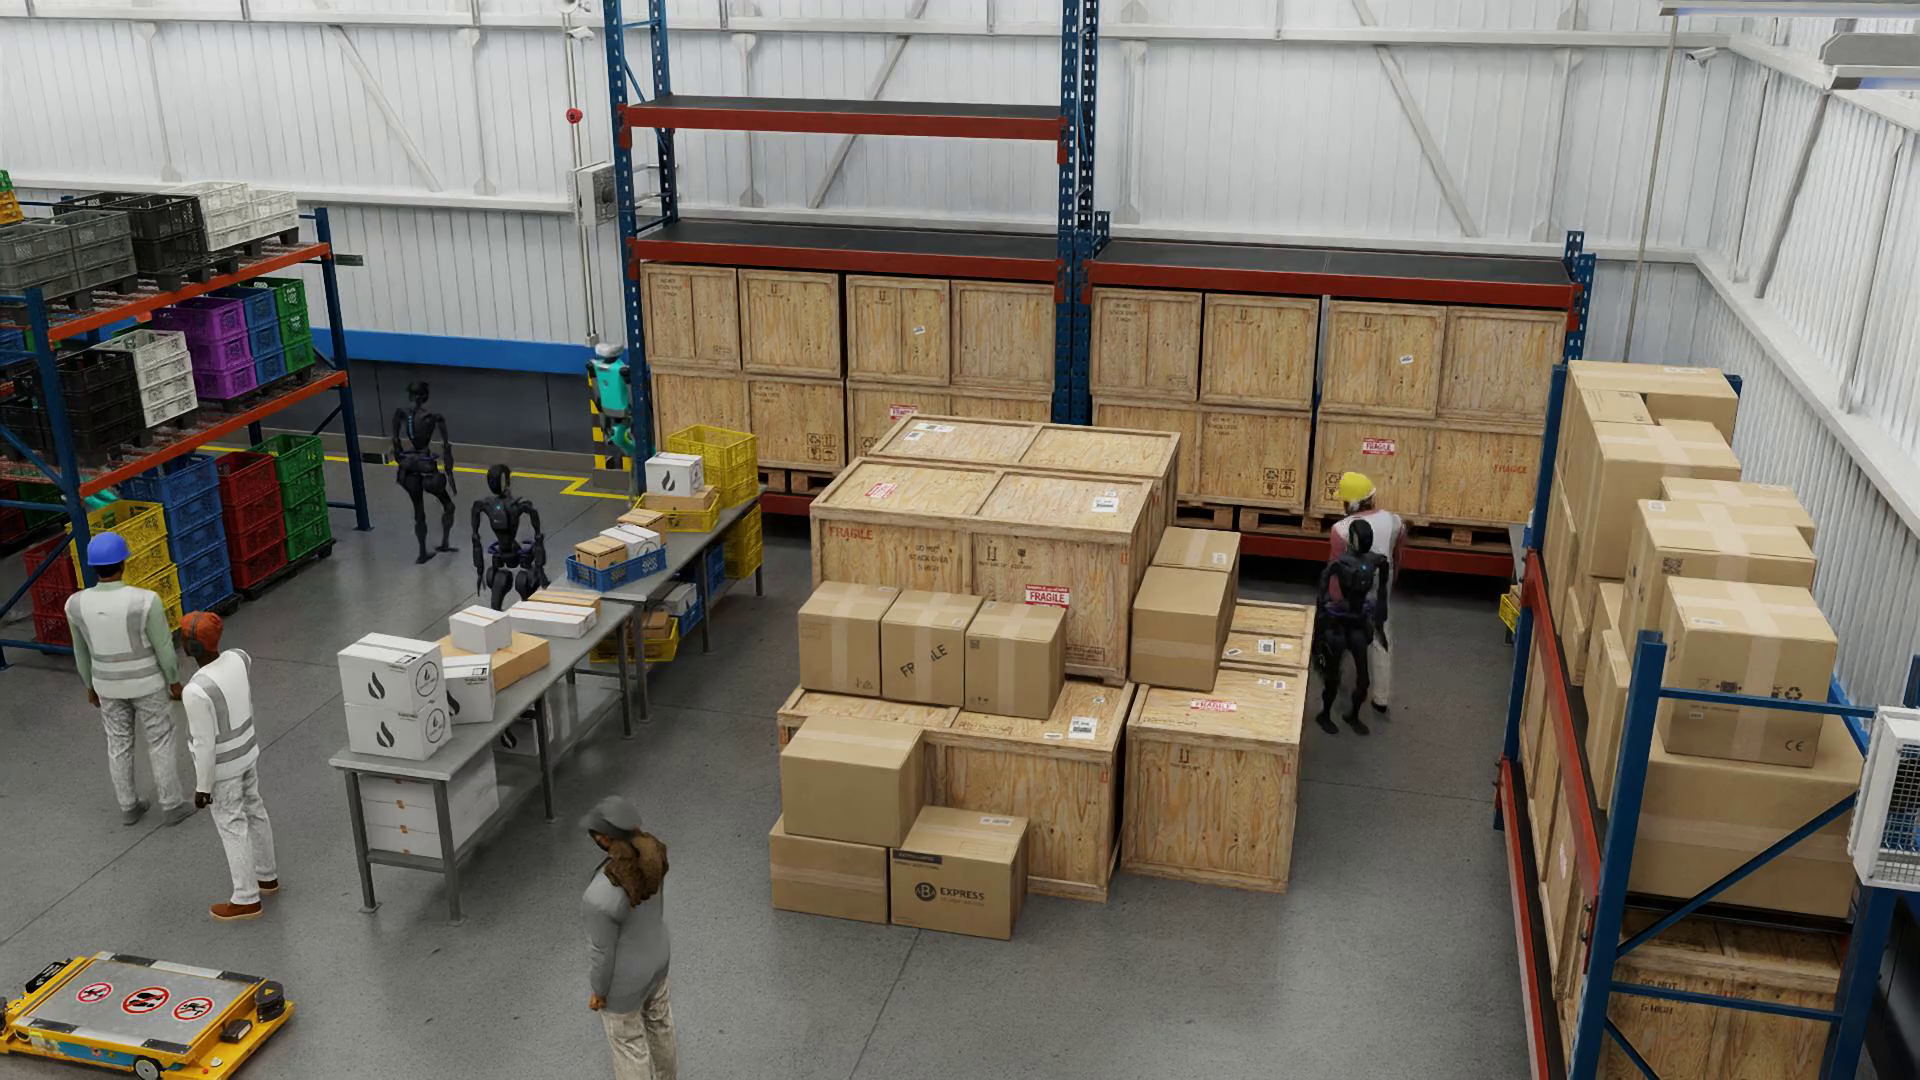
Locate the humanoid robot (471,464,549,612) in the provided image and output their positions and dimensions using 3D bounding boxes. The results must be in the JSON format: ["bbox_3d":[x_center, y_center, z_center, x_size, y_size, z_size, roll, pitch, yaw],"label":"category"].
[{"bbox_3d":[-3.362,0.236,12.463,0.592,1.647,0.560,1,21,4],"label":"humanoid robot"}]

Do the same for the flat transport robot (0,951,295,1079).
[{"bbox_3d":[-4.270,2.464,8.601,1.431,0.231,0.659,5,22,13],"label":"flat transport robot"}]

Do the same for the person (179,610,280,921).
[{"bbox_3d":[-4.180,1.271,9.458,0.356,1.884,0.573,1,21,3],"label":"person"}]

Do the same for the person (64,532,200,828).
[{"bbox_3d":[-5.185,0.881,10.407,0.611,1.941,0.411,0,21,1],"label":"person"}]

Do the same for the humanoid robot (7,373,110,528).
[{"bbox_3d":[-7.898,-0.718,14.945,0.583,1.814,0.940,5,21,13],"label":"humanoid robot"}]

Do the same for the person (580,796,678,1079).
[{"bbox_3d":[-1.526,1.983,7.756,0.399,1.769,0.560,8,22,19],"label":"person"}]

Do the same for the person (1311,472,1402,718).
[{"bbox_3d":[2.911,0.340,12.040,0.679,1.766,0.935,-5,22,-14],"label":"person"}]

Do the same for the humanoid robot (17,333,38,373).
[{"bbox_3d":[-9.681,-1.649,17.438,0.586,1.631,0.743,5,22,14],"label":"humanoid robot"}]

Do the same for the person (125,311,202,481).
[{"bbox_3d":[-7.647,-1.308,16.002,0.627,2.027,0.684,-15,25,-34],"label":"person"}]

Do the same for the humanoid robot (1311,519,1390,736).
[{"bbox_3d":[2.677,0.595,11.524,0.586,1.634,0.456,-7,22,-18],"label":"humanoid robot"}]

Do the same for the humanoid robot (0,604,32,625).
[{"bbox_3d":[-7.993,-0.006,13.068,1.029,1.765,0.540,-20,28,-41],"label":"humanoid robot"}]

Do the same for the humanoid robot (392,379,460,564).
[{"bbox_3d":[-4.746,-0.614,14.689,0.595,1.647,0.395,6,22,14],"label":"humanoid robot"}]

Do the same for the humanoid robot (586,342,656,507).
[{"bbox_3d":[-3.092,-1.055,15.805,0.539,1.801,0.815,11,23,26],"label":"humanoid robot"}]

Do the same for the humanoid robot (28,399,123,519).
[{"bbox_3d":[-7.403,-0.513,14.343,0.874,1.782,0.590,2,21,4],"label":"humanoid robot"}]
